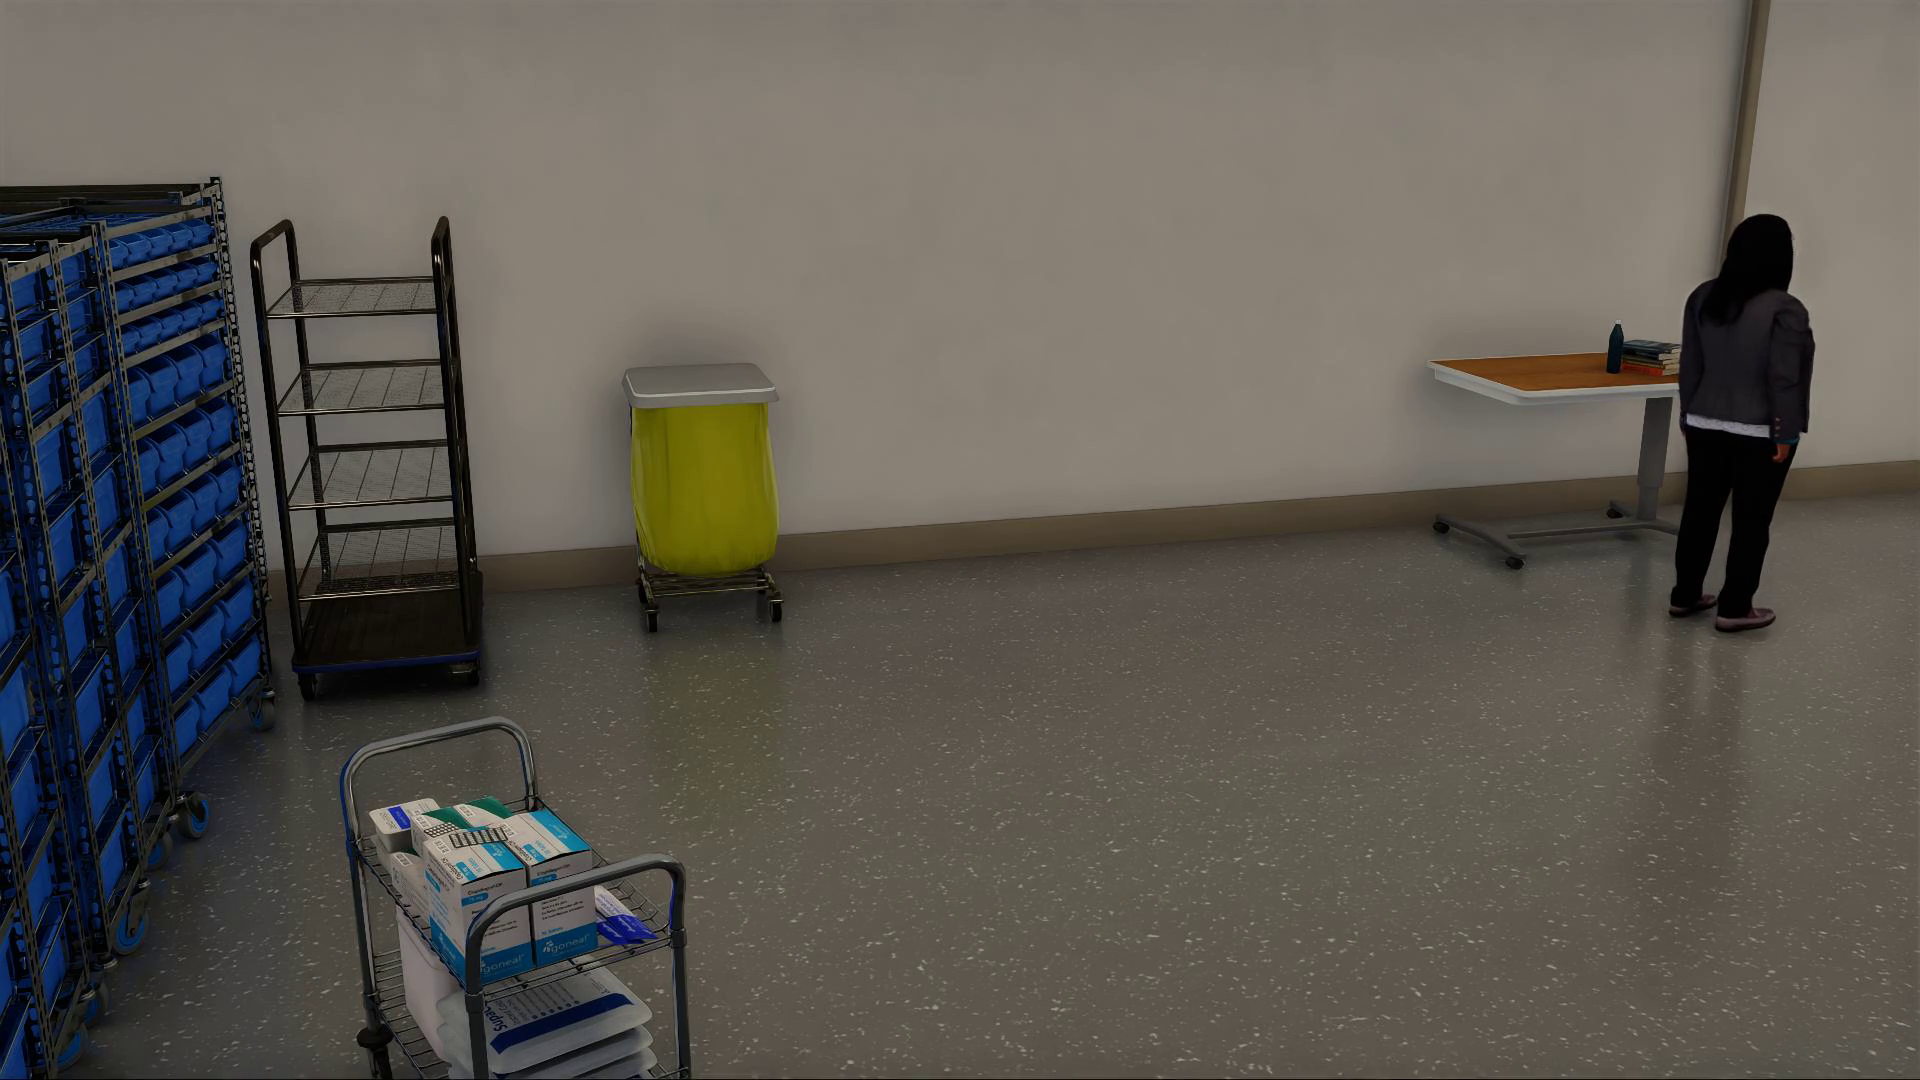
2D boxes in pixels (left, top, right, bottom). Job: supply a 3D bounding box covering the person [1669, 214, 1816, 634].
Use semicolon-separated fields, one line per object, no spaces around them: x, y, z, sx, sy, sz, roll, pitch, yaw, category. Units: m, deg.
3.000;-0.444;6.405;0.731;1.596;0.733;-8;18;-27;person
